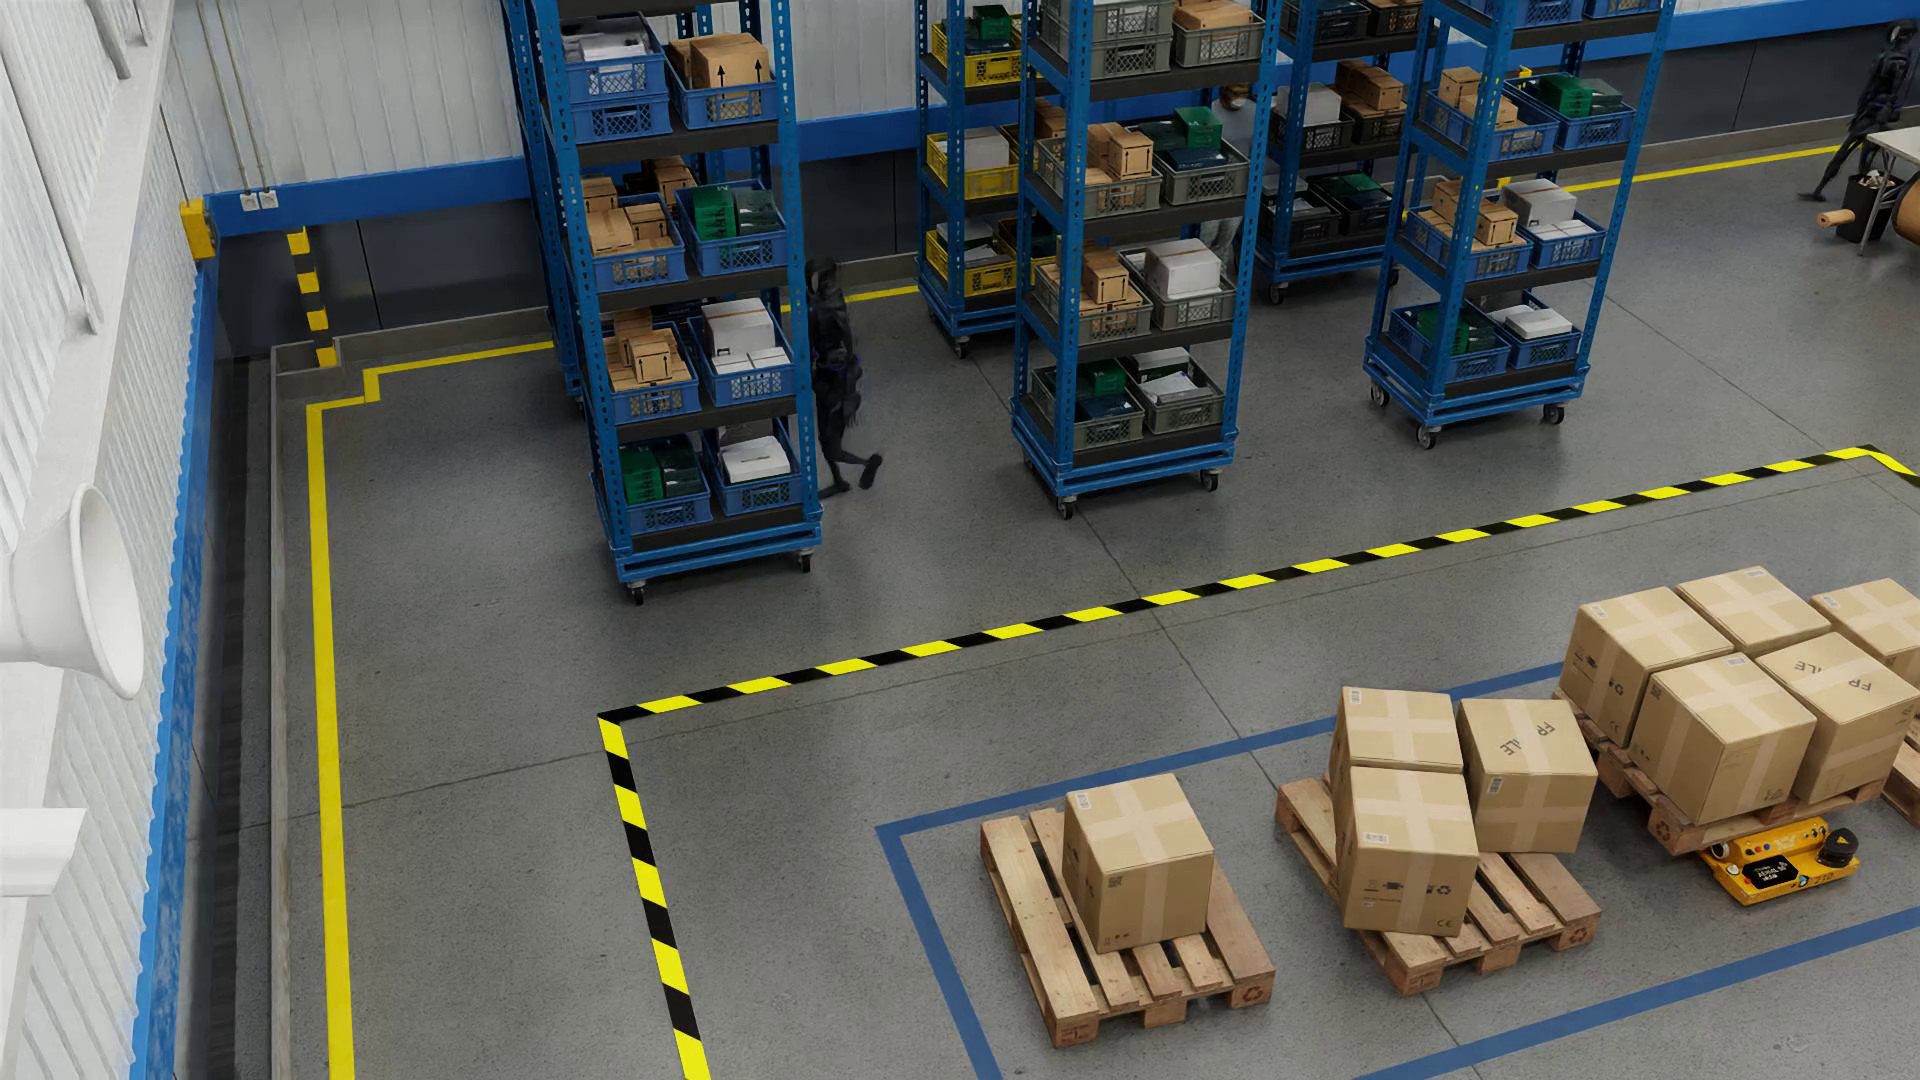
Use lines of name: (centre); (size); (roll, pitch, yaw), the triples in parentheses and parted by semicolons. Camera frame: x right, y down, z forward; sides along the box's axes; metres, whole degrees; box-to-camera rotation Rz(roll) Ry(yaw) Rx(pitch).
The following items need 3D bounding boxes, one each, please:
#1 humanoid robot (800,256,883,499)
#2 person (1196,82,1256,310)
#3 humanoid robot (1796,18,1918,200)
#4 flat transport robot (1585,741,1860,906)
humanoid robot: (-0.742, -1.000, 10.250); (0.420, 1.640, 0.616); (-22, 41, -28)
person: (1.922, -2.546, 12.222); (0.626, 1.933, 0.372); (-21, 40, -27)
humanoid robot: (7.550, -3.499, 13.829); (0.626, 1.643, 0.597); (5, 35, 6)
flat transport robot: (3.738, 1.188, 8.347); (0.652, 0.197, 1.431); (-11, 37, -15)
